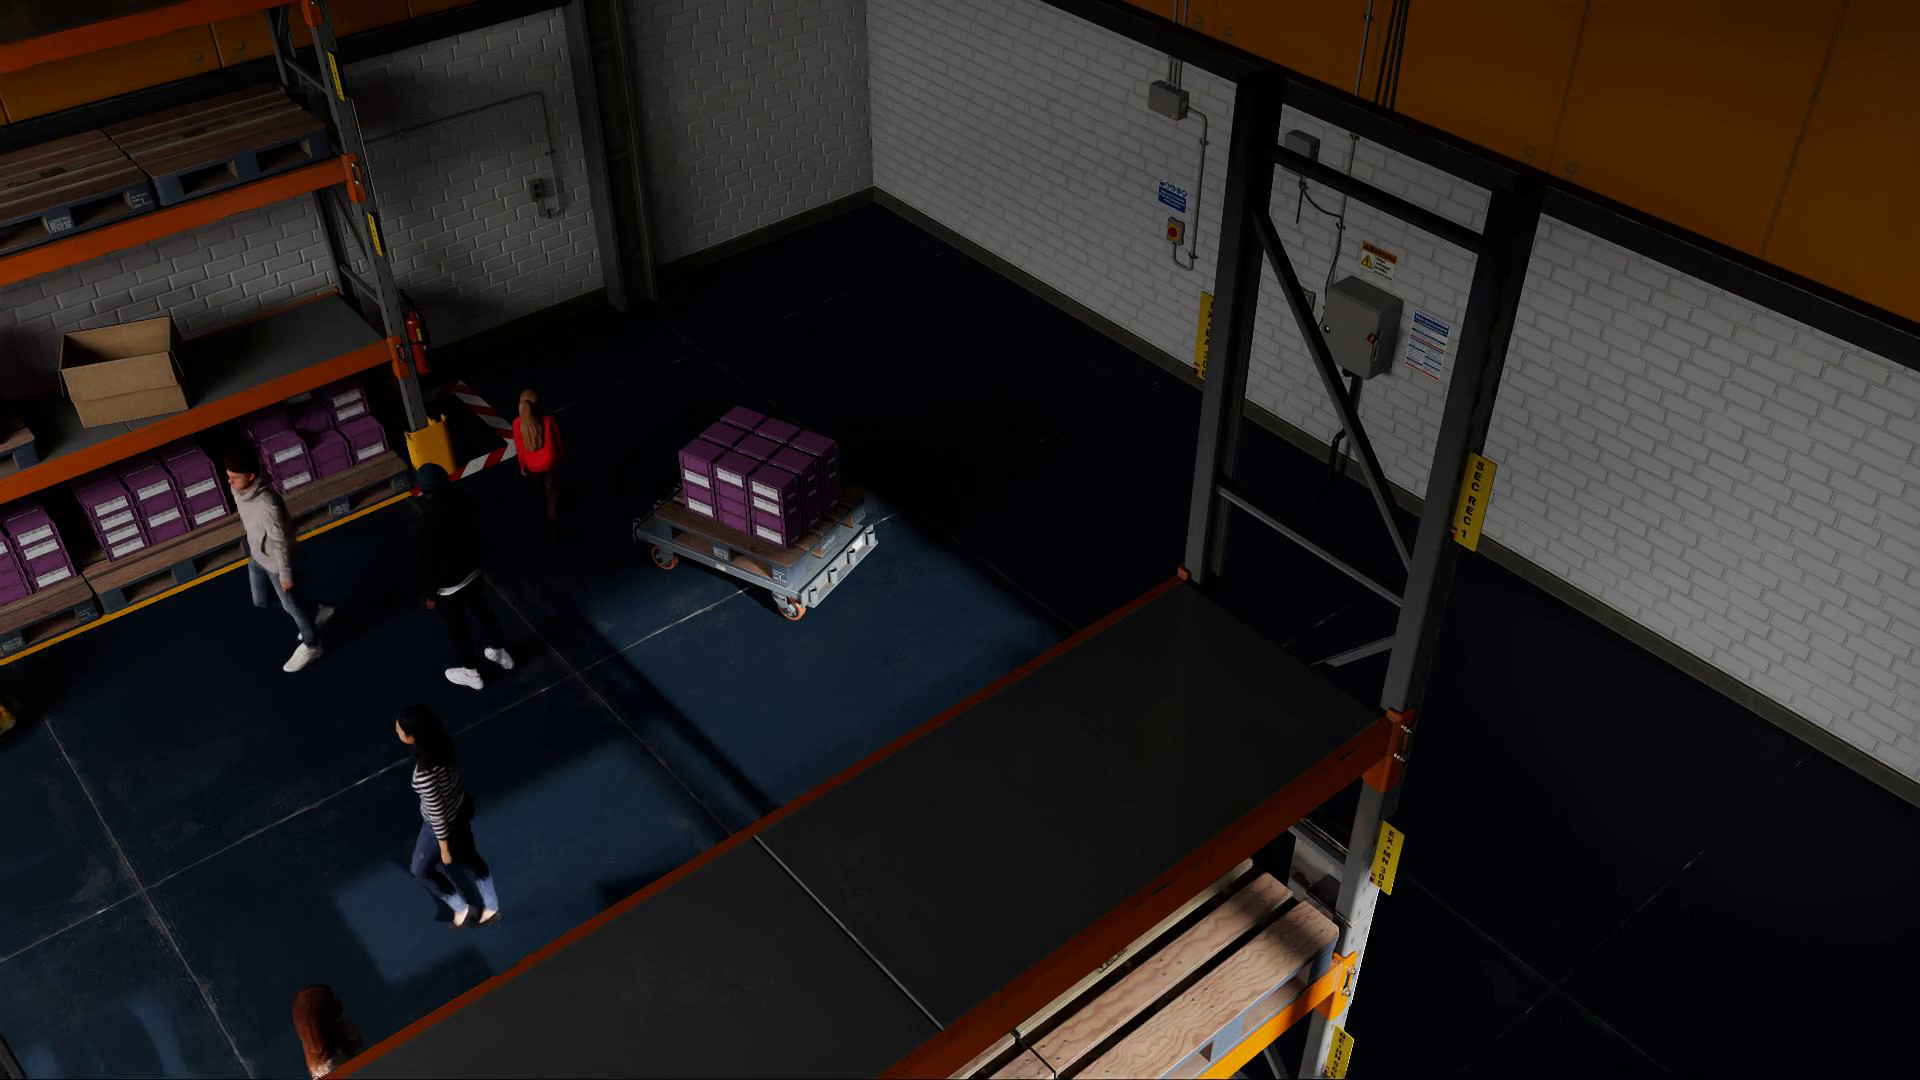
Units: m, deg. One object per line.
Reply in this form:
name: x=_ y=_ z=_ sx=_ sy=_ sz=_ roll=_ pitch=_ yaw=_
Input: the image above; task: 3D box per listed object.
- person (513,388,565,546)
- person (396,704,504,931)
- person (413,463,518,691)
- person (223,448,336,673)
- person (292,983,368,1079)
person: x=-3.139 y=-0.541 z=12.495 sx=0.911 sy=1.259 sz=0.879 roll=-3 pitch=39 yaw=-3
person: x=-2.793 y=1.615 z=9.382 sx=0.814 sy=1.776 sz=0.759 roll=1 pitch=39 yaw=1
person: x=-3.344 y=0.229 z=11.080 sx=0.827 sy=1.822 sz=0.695 roll=18 pitch=42 yaw=21
person: x=-4.552 y=0.073 z=11.260 sx=0.749 sy=1.841 sz=0.800 roll=28 pitch=46 yaw=30
person: x=-3.029 y=2.739 z=8.046 sx=1.185 sy=1.686 sz=0.785 roll=-17 pitch=42 yaw=-20
